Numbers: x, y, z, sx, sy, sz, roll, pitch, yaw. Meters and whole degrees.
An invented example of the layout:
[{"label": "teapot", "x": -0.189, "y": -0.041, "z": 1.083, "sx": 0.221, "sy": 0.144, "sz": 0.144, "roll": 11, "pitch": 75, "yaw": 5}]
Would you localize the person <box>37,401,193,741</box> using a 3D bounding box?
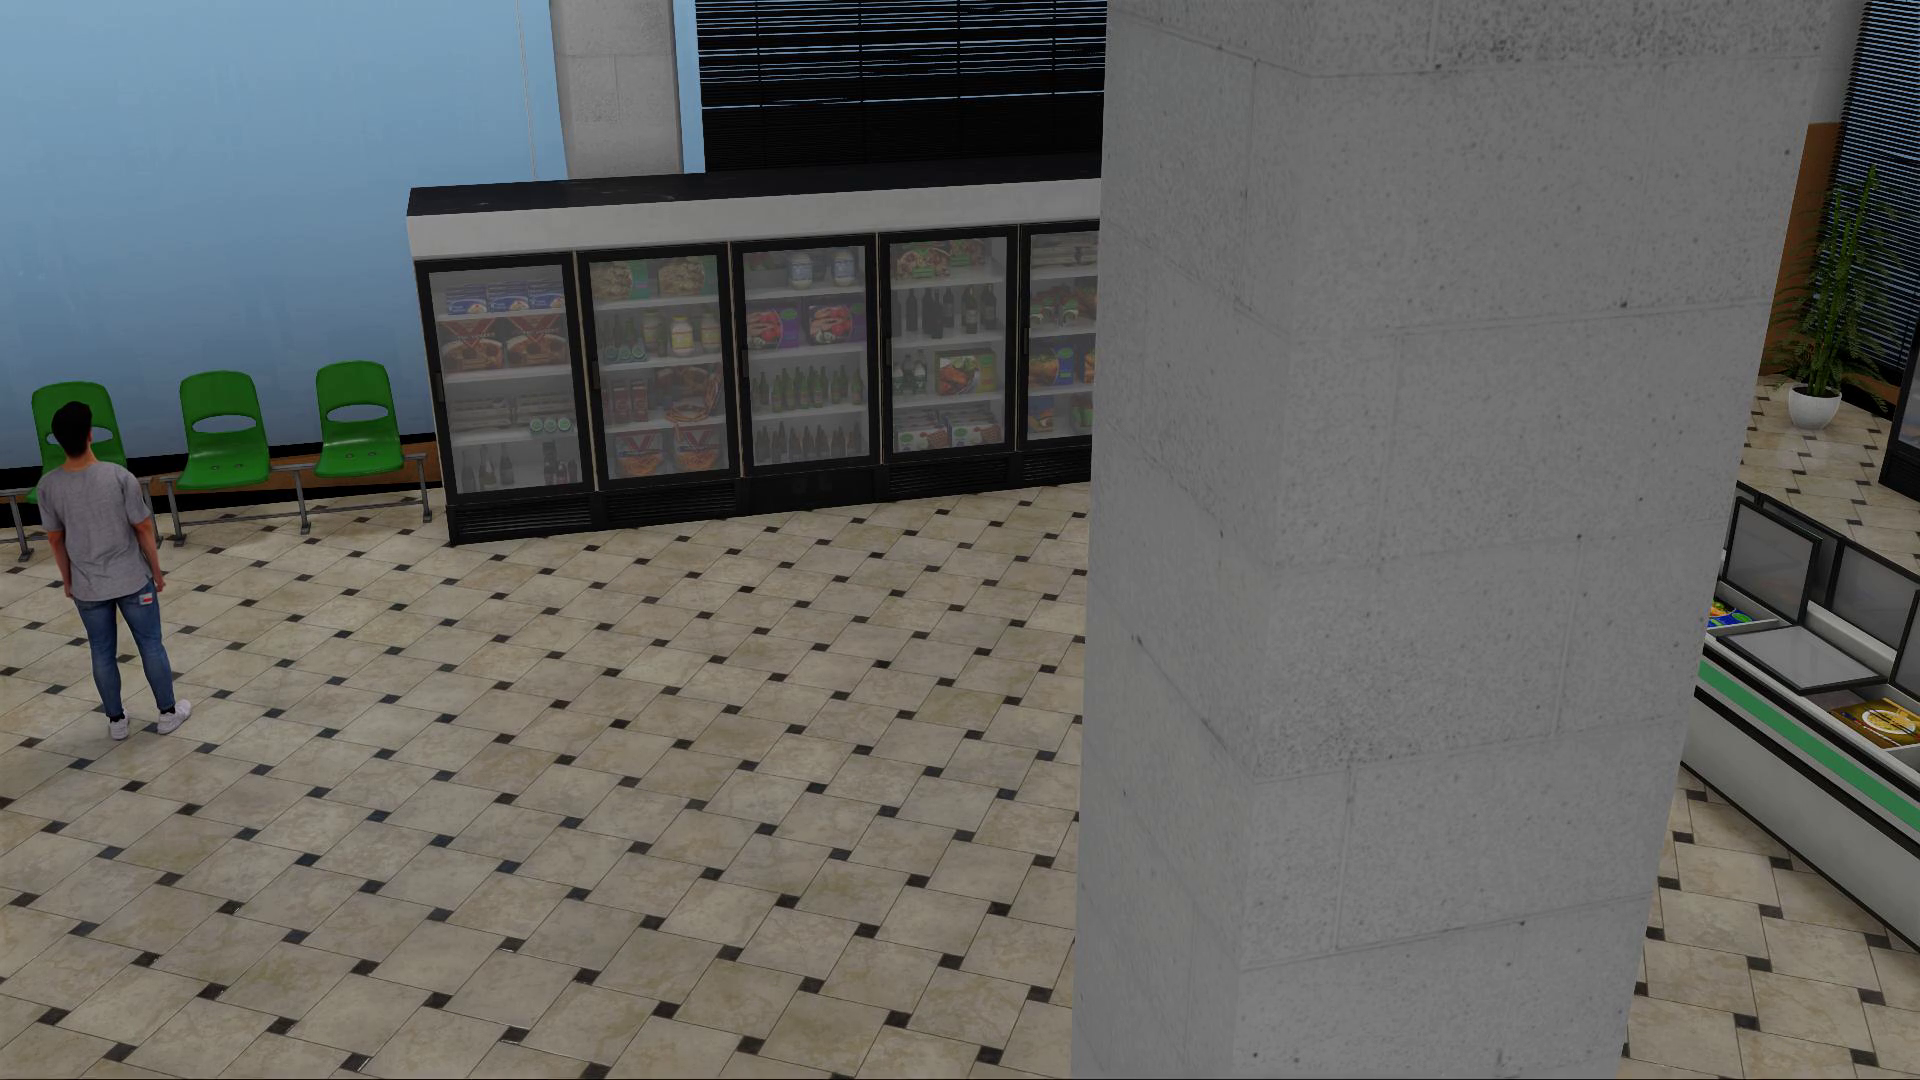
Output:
[{"label": "person", "x": -4.527, "y": 0.173, "z": 8.849, "sx": 0.660, "sy": 1.890, "sz": 0.540, "roll": -6, "pitch": 24, "yaw": -13}]
